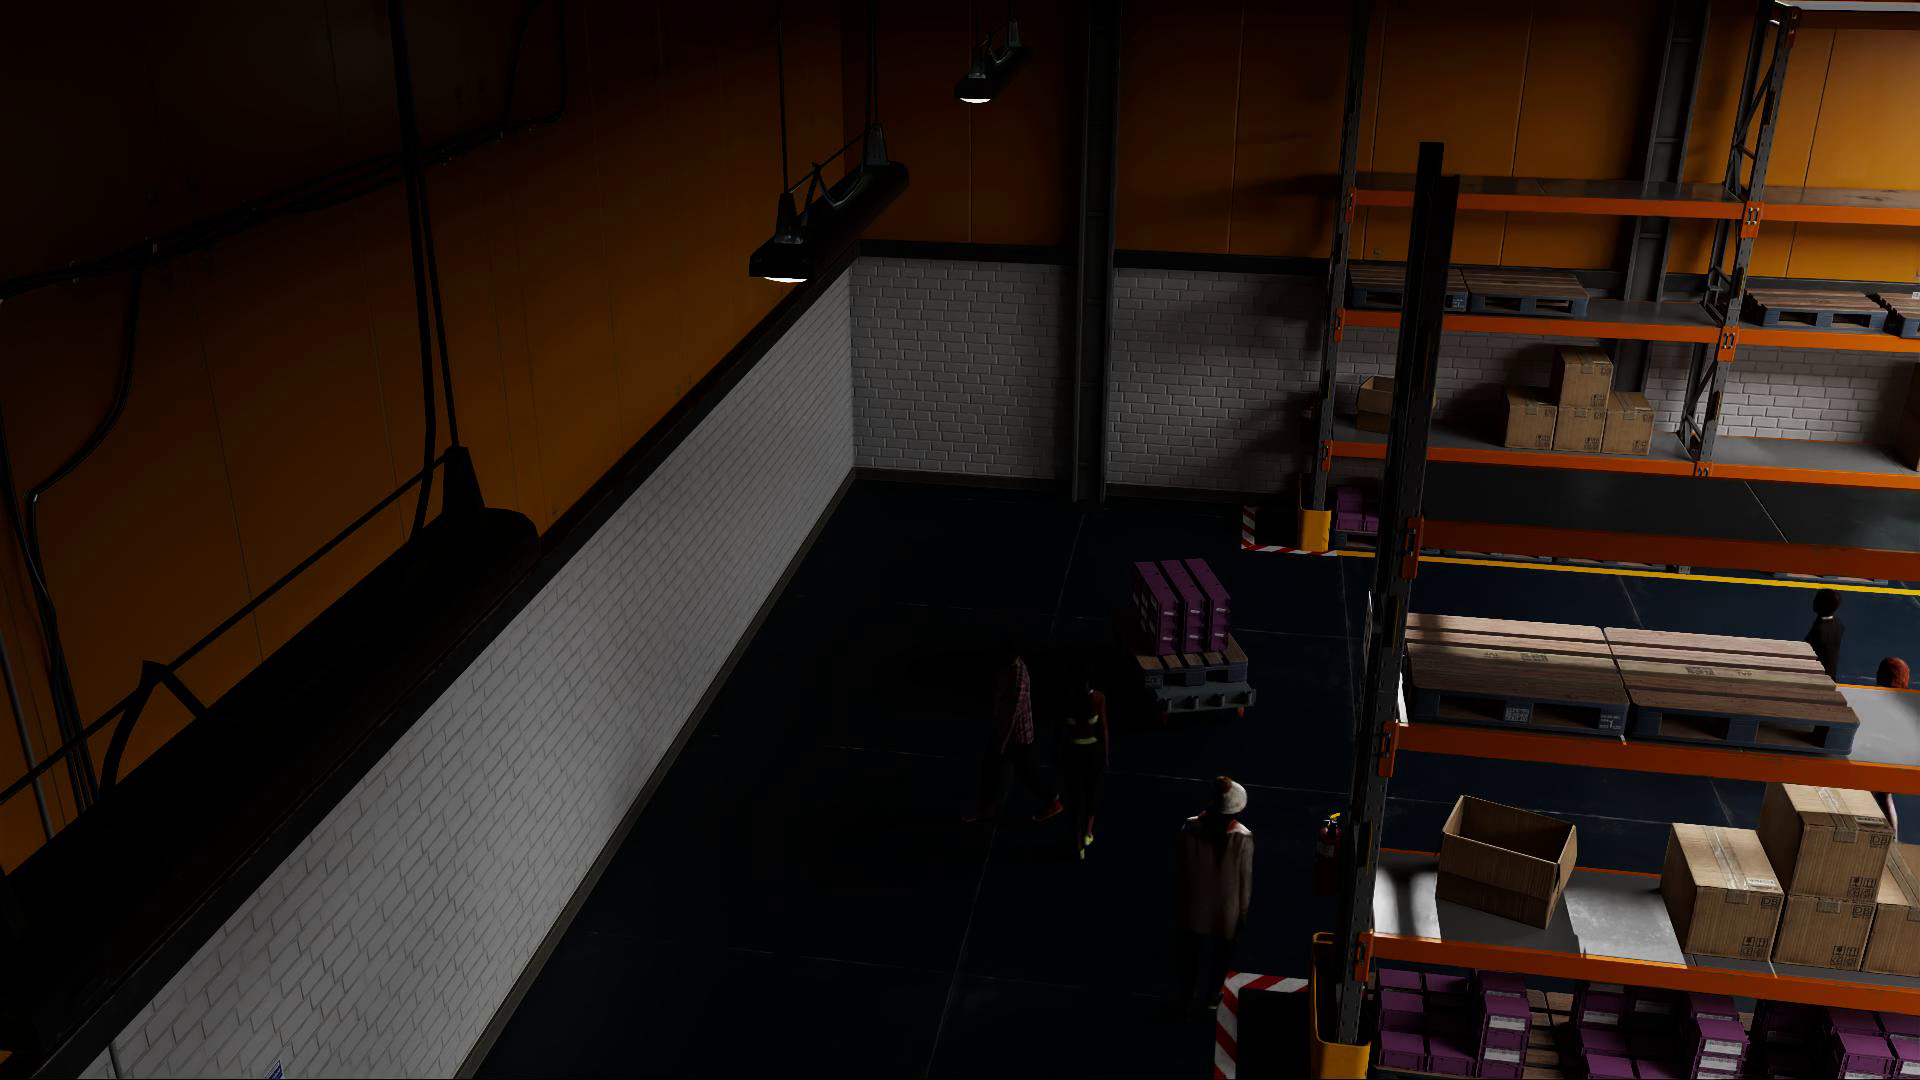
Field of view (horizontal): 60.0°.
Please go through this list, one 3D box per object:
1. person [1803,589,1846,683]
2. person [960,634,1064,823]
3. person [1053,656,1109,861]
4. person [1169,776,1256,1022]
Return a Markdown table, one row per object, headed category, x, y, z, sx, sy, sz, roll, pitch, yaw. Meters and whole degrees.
| category | x | y | z | sx | sy | sz | roll | pitch | yaw |
| --- | --- | --- | --- | --- | --- | --- | --- | --- | --- |
| person | 7.288 | 1.295 | 14.048 | 1.154 | 1.758 | 1.249 | -18 | 30 | -36 |
| person | 0.508 | 1.550 | 13.494 | 1.172 | 1.735 | 0.981 | -6 | 24 | -14 |
| person | 0.958 | 1.752 | 13.022 | 0.585 | 1.743 | 0.697 | 0 | 24 | 0 |
| person | 1.665 | 2.463 | 11.219 | 0.652 | 1.883 | 0.812 | 5 | 24 | 11 |
